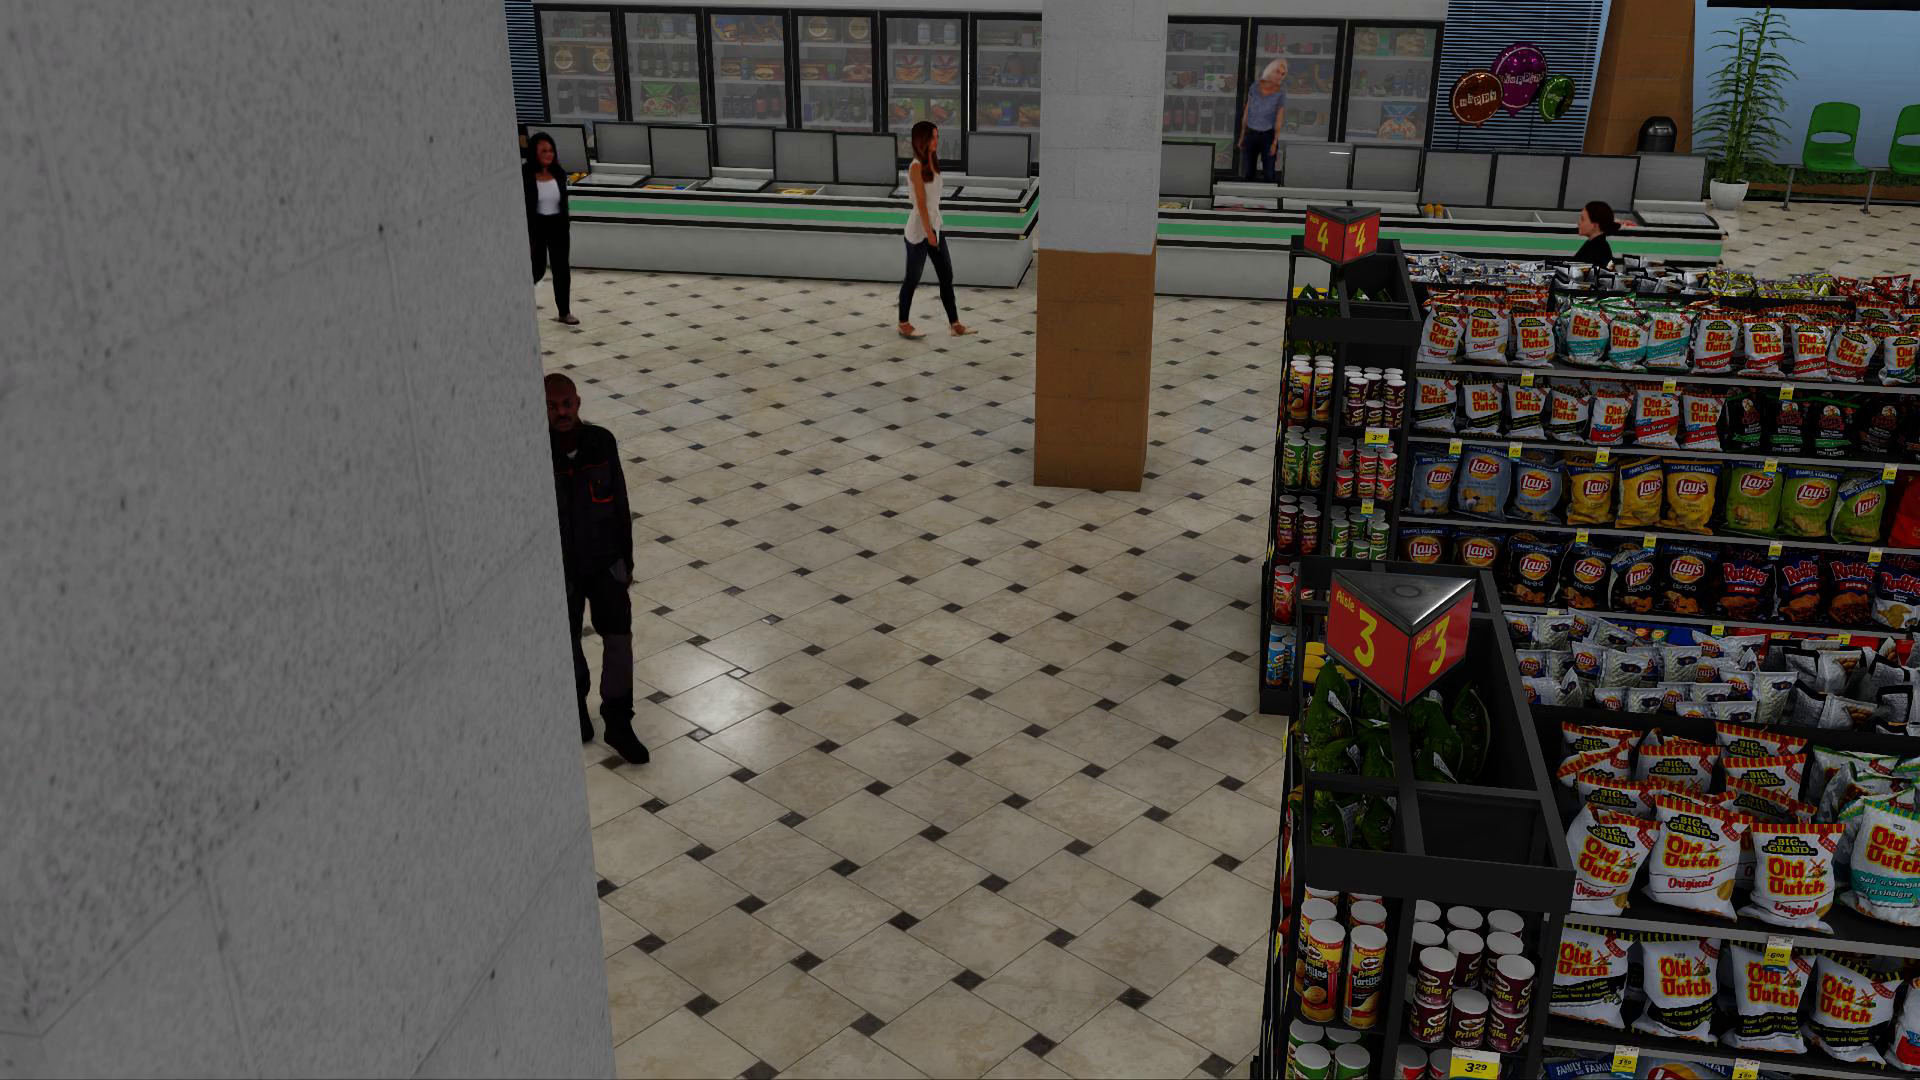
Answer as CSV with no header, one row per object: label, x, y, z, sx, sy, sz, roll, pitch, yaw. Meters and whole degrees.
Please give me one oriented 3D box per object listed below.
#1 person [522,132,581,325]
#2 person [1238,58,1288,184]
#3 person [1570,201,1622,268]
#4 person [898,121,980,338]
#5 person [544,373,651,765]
person,-3.528,-2.603,13.976,0.982,1.592,1.061,-18,30,-36
person,3.152,-4.264,17.660,0.875,1.682,0.688,-18,30,-36
person,4.176,-1.399,11.069,0.700,1.716,0.722,12,26,25
person,-0.377,-2.480,13.488,1.013,1.758,0.789,13,27,28
person,-1.766,0.076,7.590,1.008,1.804,1.041,-10,26,-22
